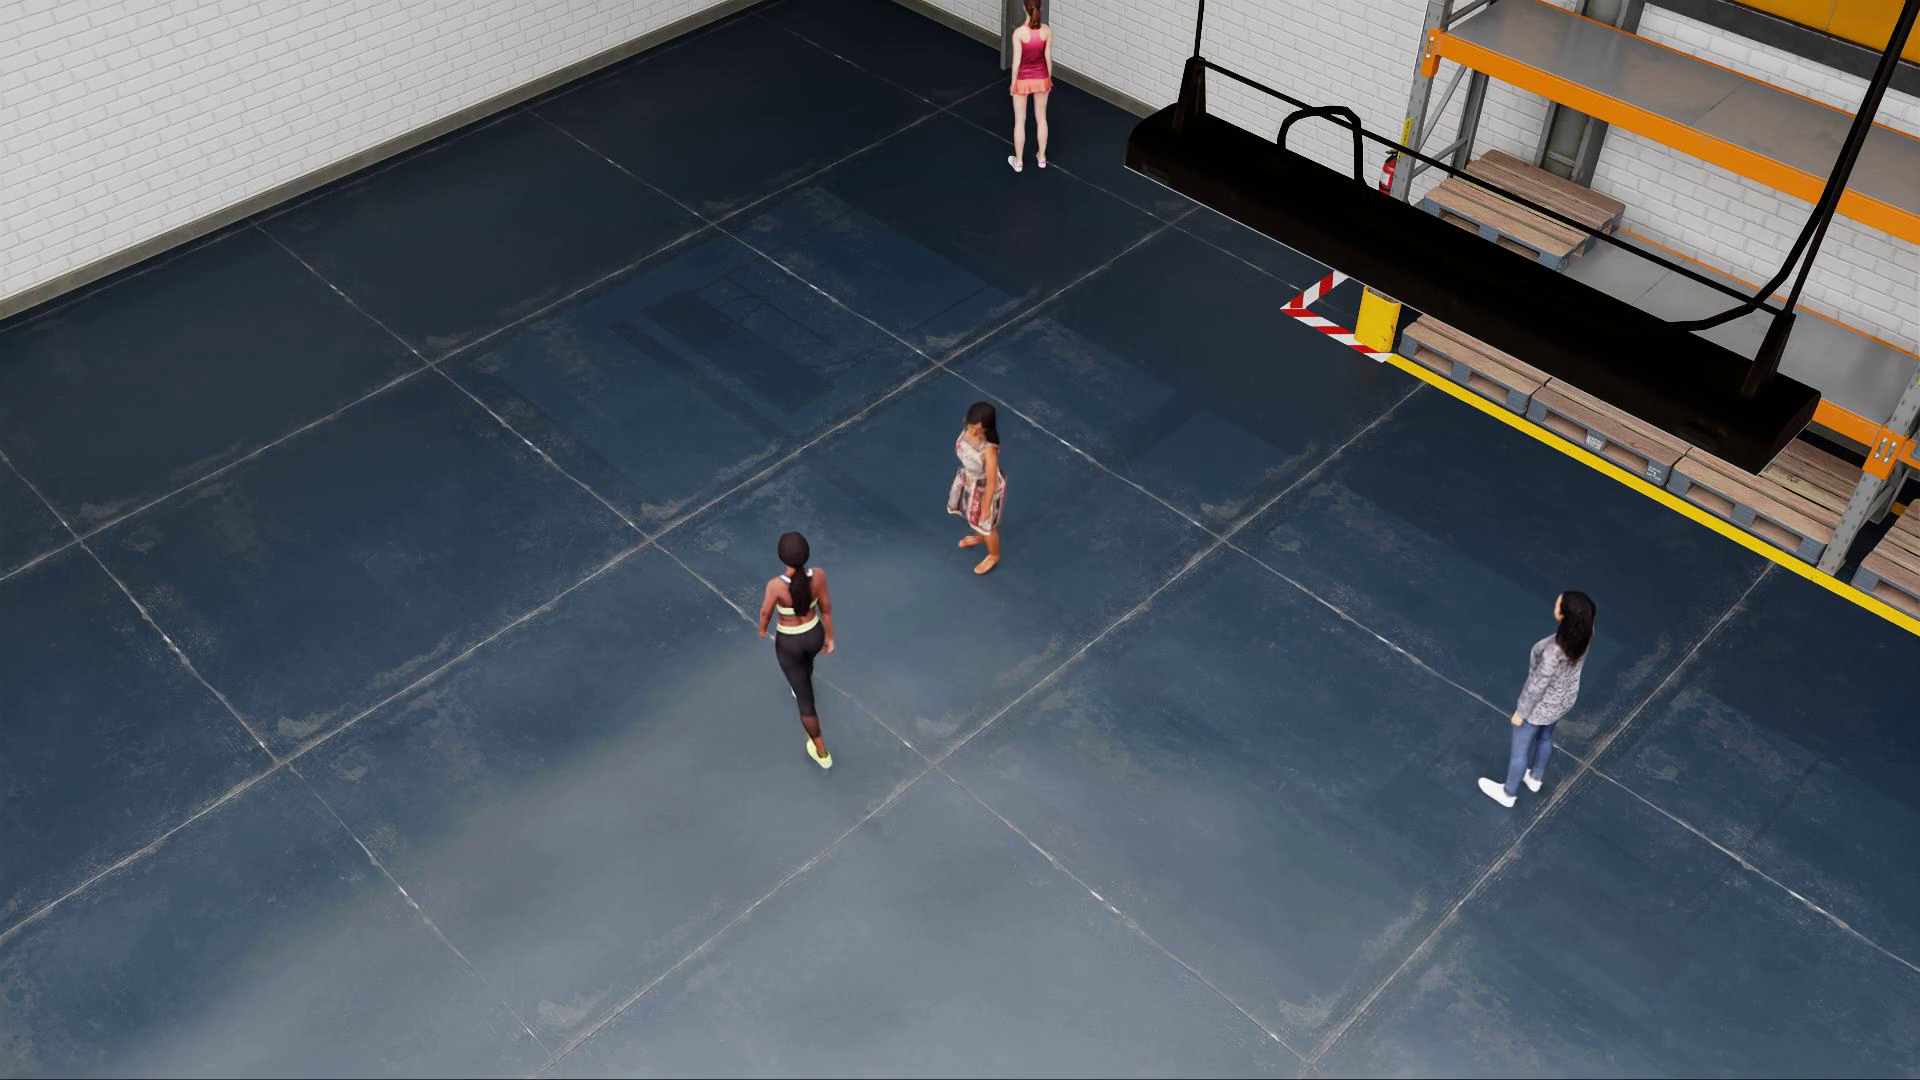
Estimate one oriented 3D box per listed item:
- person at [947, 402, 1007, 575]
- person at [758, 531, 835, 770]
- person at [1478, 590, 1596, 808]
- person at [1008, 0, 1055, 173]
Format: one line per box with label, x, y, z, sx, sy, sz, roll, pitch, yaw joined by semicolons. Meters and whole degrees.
person;0.178;-0.395;11.578;0.807;1.606;0.655;-11;45;-12
person;-0.964;0.718;10.339;0.805;1.702;1.184;-20;47;-19
person;3.554;0.965;10.059;0.642;1.731;0.569;-28;50;-26
person;0.661;-4.289;15.558;0.659;1.753;0.693;-10;45;-11
